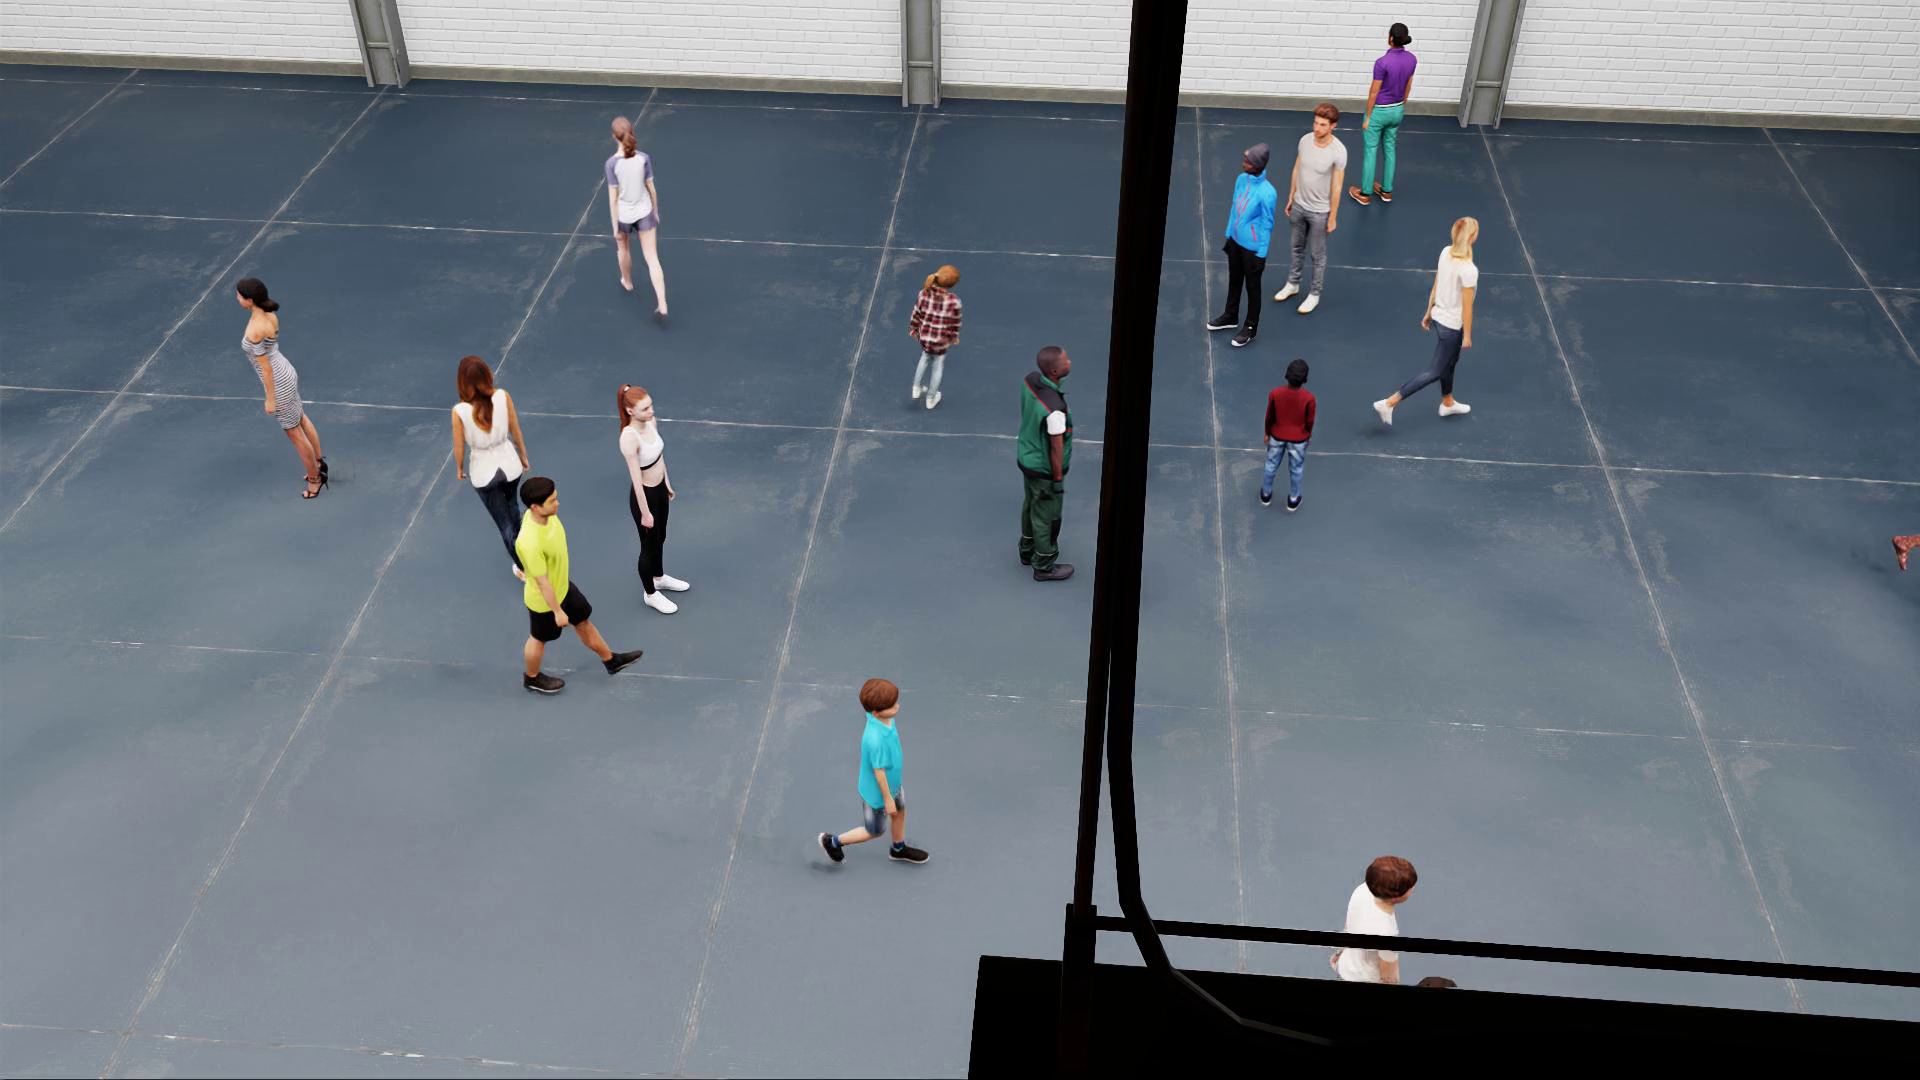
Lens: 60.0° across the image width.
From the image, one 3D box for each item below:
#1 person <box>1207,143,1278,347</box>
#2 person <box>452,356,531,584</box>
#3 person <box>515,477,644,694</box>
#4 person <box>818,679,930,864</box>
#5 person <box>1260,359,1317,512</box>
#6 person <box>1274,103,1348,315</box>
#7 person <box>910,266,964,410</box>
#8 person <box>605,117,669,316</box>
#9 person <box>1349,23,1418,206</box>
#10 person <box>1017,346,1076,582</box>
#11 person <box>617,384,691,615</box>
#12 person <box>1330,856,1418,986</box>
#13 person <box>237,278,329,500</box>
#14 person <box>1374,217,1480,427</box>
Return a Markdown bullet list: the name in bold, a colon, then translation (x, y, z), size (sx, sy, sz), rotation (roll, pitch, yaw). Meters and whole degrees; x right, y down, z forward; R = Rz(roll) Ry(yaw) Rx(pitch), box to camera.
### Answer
- **person**: translation (2.425, -2.491, 13.896), size (0.737, 1.799, 0.704), rotation (-22, 43, -25)
- **person**: translation (-3.123, -0.417, 11.327), size (0.886, 1.765, 0.930), rotation (-25, 45, -28)
- **person**: translation (-2.676, 0.315, 10.485), size (1.023, 1.672, 0.712), rotation (0, 39, 0)
- **person**: translation (-0.516, 1.347, 9.383), size (0.862, 1.434, 0.563), rotation (6, 39, 7)
- **person**: translation (2.408, -0.777, 12.186), size (0.484, 1.254, 0.604), rotation (12, 40, 15)
- **person**: translation (3.047, -2.880, 14.308), size (0.795, 1.893, 0.726), rotation (-29, 47, -32)
- **person**: translation (-0.209, -1.613, 13.215), size (0.508, 1.277, 0.681), rotation (4, 39, 5)
- **person**: translation (-2.760, -2.717, 14.241), size (1.159, 1.723, 1.013), rotation (-15, 41, -18)
- **person**: translation (4.071, -4.075, 15.906), size (0.669, 1.767, 0.766), rotation (-18, 42, -21)
- **person**: translation (0.580, -0.535, 11.415), size (0.764, 1.839, 0.773), rotation (-13, 40, -15)
- **person**: translation (-2.097, -0.290, 11.187), size (0.573, 1.741, 0.618), rotation (9, 40, 11)
- **person**: translation (1.900, 2.185, 8.187), size (1.155, 1.617, 0.639), rotation (-2, 39, -2)
- **person**: translation (-4.949, -1.112, 12.151), size (0.600, 1.822, 0.644), rotation (-6, 39, -7)
- **person**: translation (3.683, -1.628, 12.832), size (1.194, 1.779, 0.825), rotation (-8, 39, -10)
